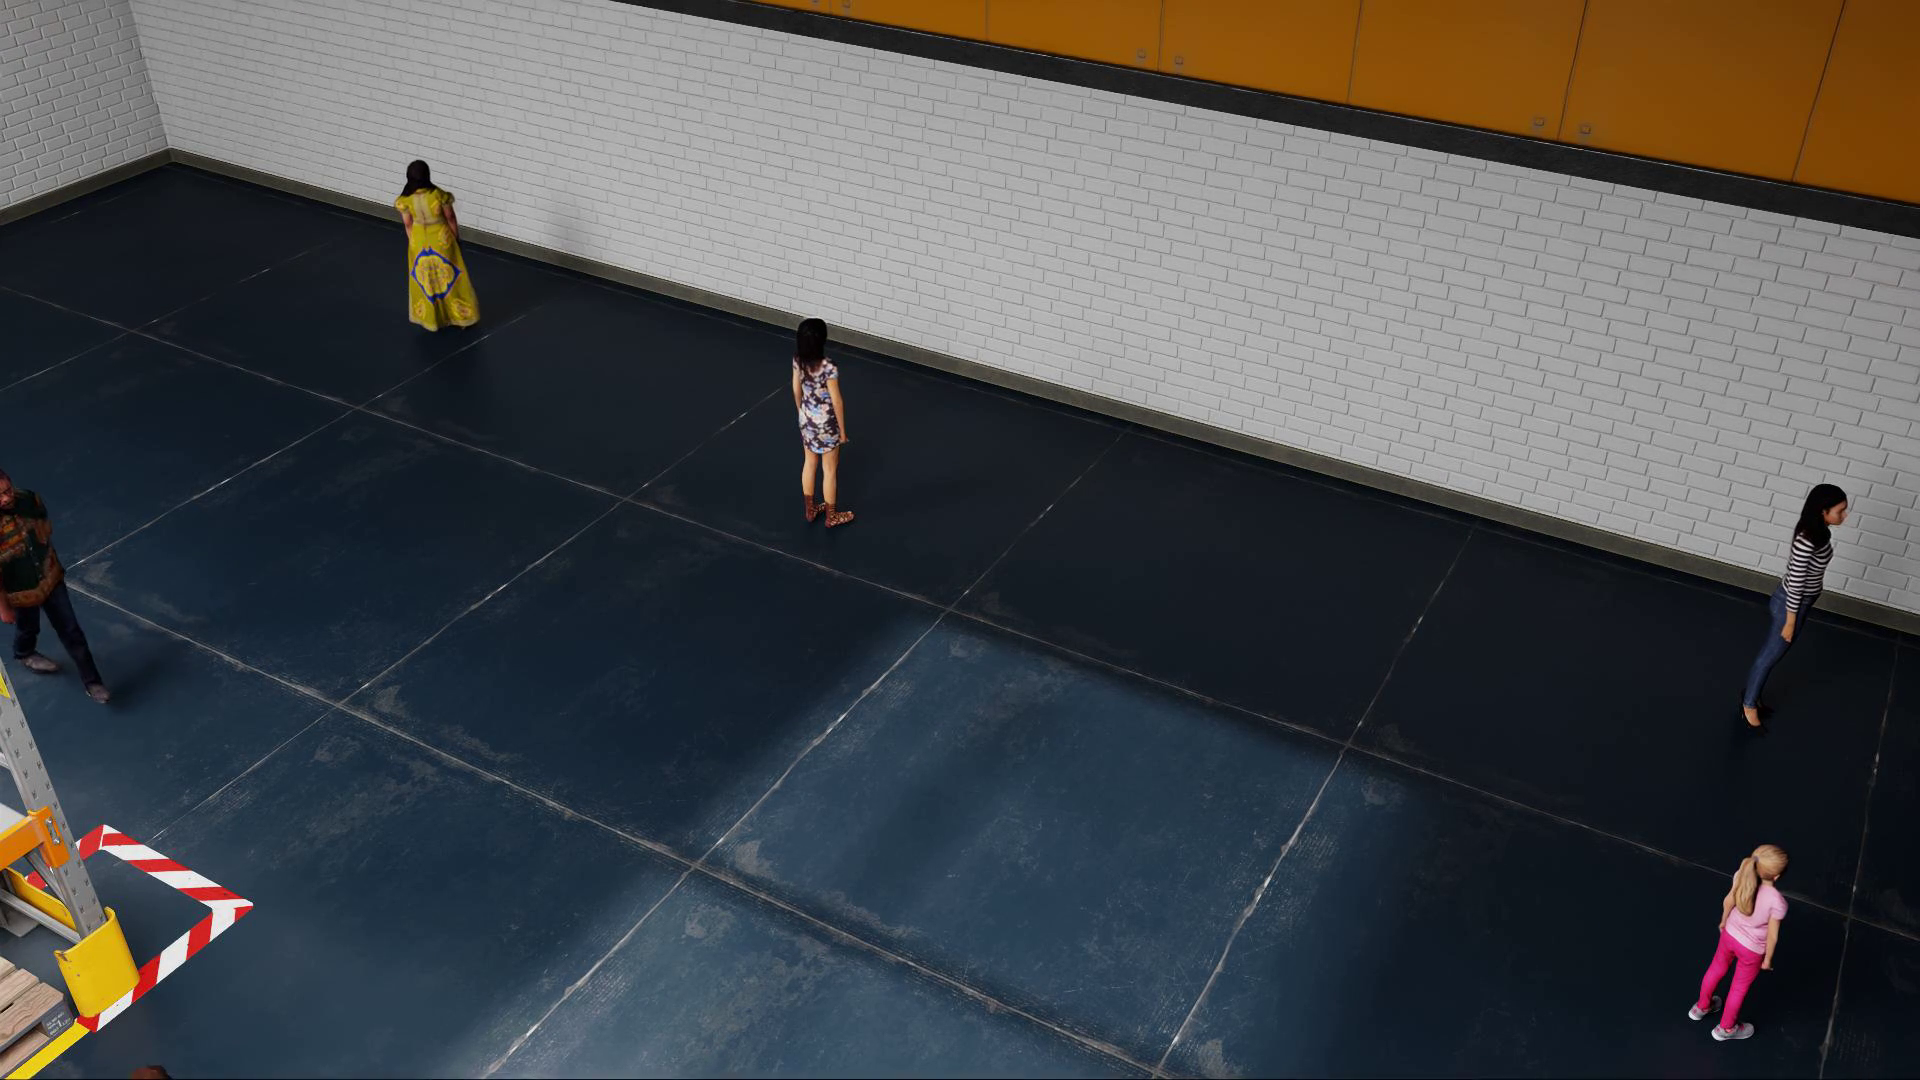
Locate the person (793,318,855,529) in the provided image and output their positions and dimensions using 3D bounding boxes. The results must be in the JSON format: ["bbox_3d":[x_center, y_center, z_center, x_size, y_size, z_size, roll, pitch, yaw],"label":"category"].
[{"bbox_3d":[-1.066,-0.885,12.578,0.604,1.734,0.544,22,39,29],"label":"person"}]

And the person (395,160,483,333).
[{"bbox_3d":[-4.876,-2.726,15.414,1.002,1.660,1.047,-6,34,-9],"label":"person"}]

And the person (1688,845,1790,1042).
[{"bbox_3d":[4.045,2.057,8.570,0.636,1.270,0.585,-14,36,-20],"label":"person"}]

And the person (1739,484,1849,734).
[{"bbox_3d":[5.269,0.426,10.550,0.651,1.796,0.432,21,39,28],"label":"person"}]

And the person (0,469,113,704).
[{"bbox_3d":[-6.123,0.252,10.850,0.784,1.753,1.123,15,36,21],"label":"person"}]
